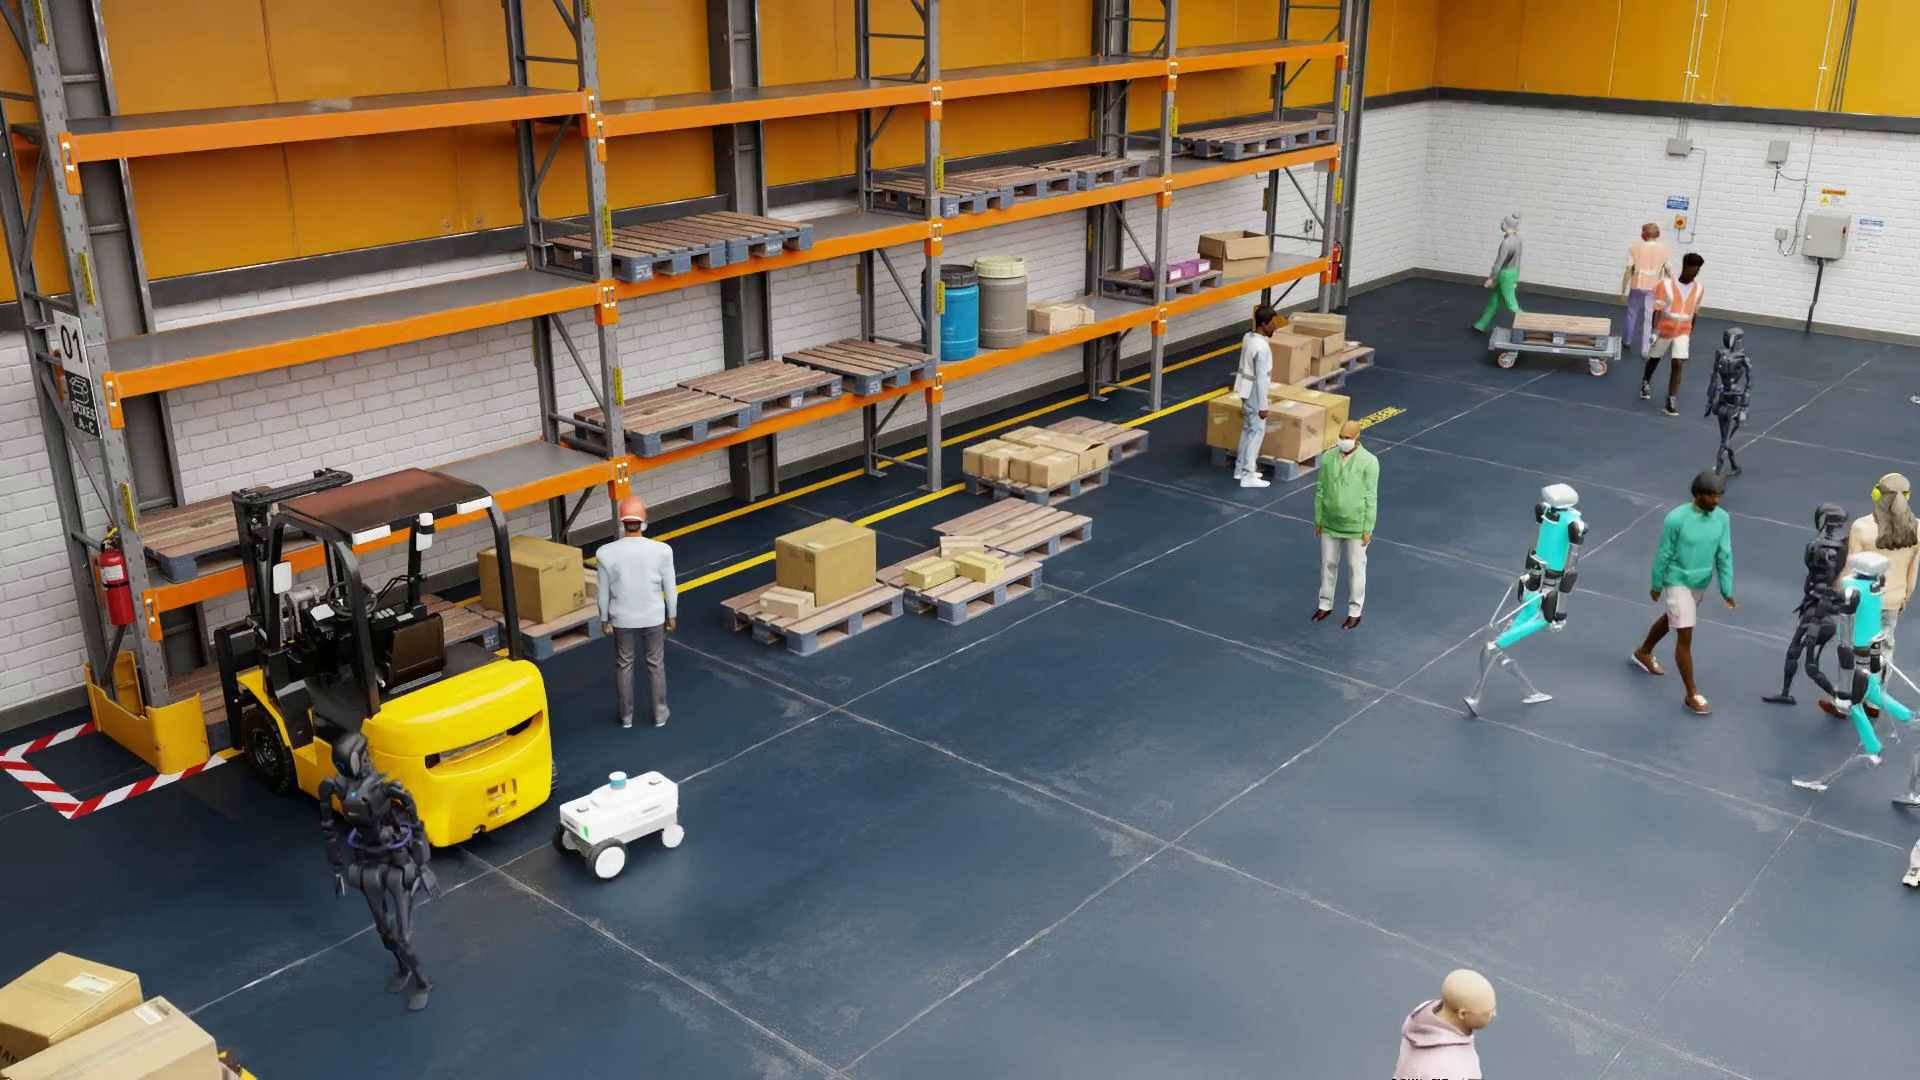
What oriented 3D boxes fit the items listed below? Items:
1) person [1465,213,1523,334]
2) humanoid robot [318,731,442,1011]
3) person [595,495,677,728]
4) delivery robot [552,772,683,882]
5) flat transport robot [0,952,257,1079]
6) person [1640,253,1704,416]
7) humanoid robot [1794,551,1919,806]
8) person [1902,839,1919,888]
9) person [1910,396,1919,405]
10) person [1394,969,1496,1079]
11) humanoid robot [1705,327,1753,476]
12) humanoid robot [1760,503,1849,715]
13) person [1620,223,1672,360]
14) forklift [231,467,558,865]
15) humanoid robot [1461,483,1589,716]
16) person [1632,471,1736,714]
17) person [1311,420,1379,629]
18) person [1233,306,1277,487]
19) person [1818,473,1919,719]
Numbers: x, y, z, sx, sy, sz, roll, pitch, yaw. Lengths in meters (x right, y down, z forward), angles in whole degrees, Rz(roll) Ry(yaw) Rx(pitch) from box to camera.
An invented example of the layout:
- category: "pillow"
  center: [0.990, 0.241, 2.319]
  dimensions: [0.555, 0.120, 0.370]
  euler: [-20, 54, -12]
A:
- category: "person"
  center: [7.667, -3.714, 23.417]
  dimensions: [0.948, 1.793, 0.519]
  euler: [13, 24, 32]
- category: "humanoid robot"
  center: [-3.065, 1.722, 8.873]
  dimensions: [0.609, 1.631, 0.456]
  euler: [2, 20, 7]
- category: "person"
  center: [-2.326, 0.521, 12.010]
  dimensions: [0.572, 1.742, 0.352]
  euler: [-3, 21, -9]
- category: "delivery robot"
  center: [-2.138, 1.752, 10.411]
  dimensions: [0.813, 0.609, 0.499]
  euler: [-17, 26, -39]
- category: "flat transport robot"
  center: [-3.899, 2.890, 7.720]
  dimensions: [0.659, 0.231, 1.431]
  euler: [16, 26, 37]
- category: "person"
  center: [8.575, -2.534, 20.040]
  dimensions: [0.616, 1.922, 0.983]
  euler: [2, 20, 6]
- category: "humanoid robot"
  center: [6.100, 0.999, 10.799]
  dimensions: [0.931, 1.768, 0.530]
  euler: [19, 28, 41]
- category: "person"
  center: [6.181, 1.293, 9.955]
  dimensions: [0.877, 1.710, 0.516]
  euler: [-15, 25, -34]
- category: "person"
  center: [12.193, -2.497, 20.064]
  dimensions: [0.967, 1.838, 0.577]
  euler: [6, 21, 16]
- category: "person"
  center: [1.873, 2.471, 6.695]
  dimensions: [0.407, 1.768, 0.550]
  euler: [2, 20, 5]
- category: "humanoid robot"
  center: [8.080, -1.427, 17.430]
  dimensions: [0.689, 1.621, 0.600]
  euler: [-6, 21, -16]
- category: "humanoid robot"
  center: [6.344, 0.505, 12.183]
  dimensions: [0.576, 1.640, 0.591]
  euler: [6, 21, 16]
- category: "person"
  center: [9.311, -3.389, 22.556]
  dimensions: [0.622, 1.783, 1.020]
  euler: [6, 21, 16]
- category: "forklift"
  center: [-3.730, 0.710, 10.856]
  dimensions: [2.313, 2.155, 1.214]
  euler: [17, 26, 38]
- category: "humanoid robot"
  center: [4.031, 0.474, 12.185]
  dimensions: [0.966, 1.777, 0.540]
  euler: [-5, 21, -13]
- category: "person"
  center: [5.465, 0.319, 12.501]
  dimensions: [0.509, 1.794, 1.021]
  euler: [-5, 21, -13]
- category: "person"
  center: [3.179, -0.138, 13.761]
  dimensions: [0.534, 1.778, 0.390]
  euler: [13, 24, 31]
- category: "person"
  center: [3.043, -1.485, 17.216]
  dimensions: [0.394, 1.904, 0.600]
  euler: [-2, 20, -5]
- category: "person"
  center: [6.646, 0.423, 12.089]
  dimensions: [0.552, 1.877, 0.402]
  euler: [0, 20, 1]
